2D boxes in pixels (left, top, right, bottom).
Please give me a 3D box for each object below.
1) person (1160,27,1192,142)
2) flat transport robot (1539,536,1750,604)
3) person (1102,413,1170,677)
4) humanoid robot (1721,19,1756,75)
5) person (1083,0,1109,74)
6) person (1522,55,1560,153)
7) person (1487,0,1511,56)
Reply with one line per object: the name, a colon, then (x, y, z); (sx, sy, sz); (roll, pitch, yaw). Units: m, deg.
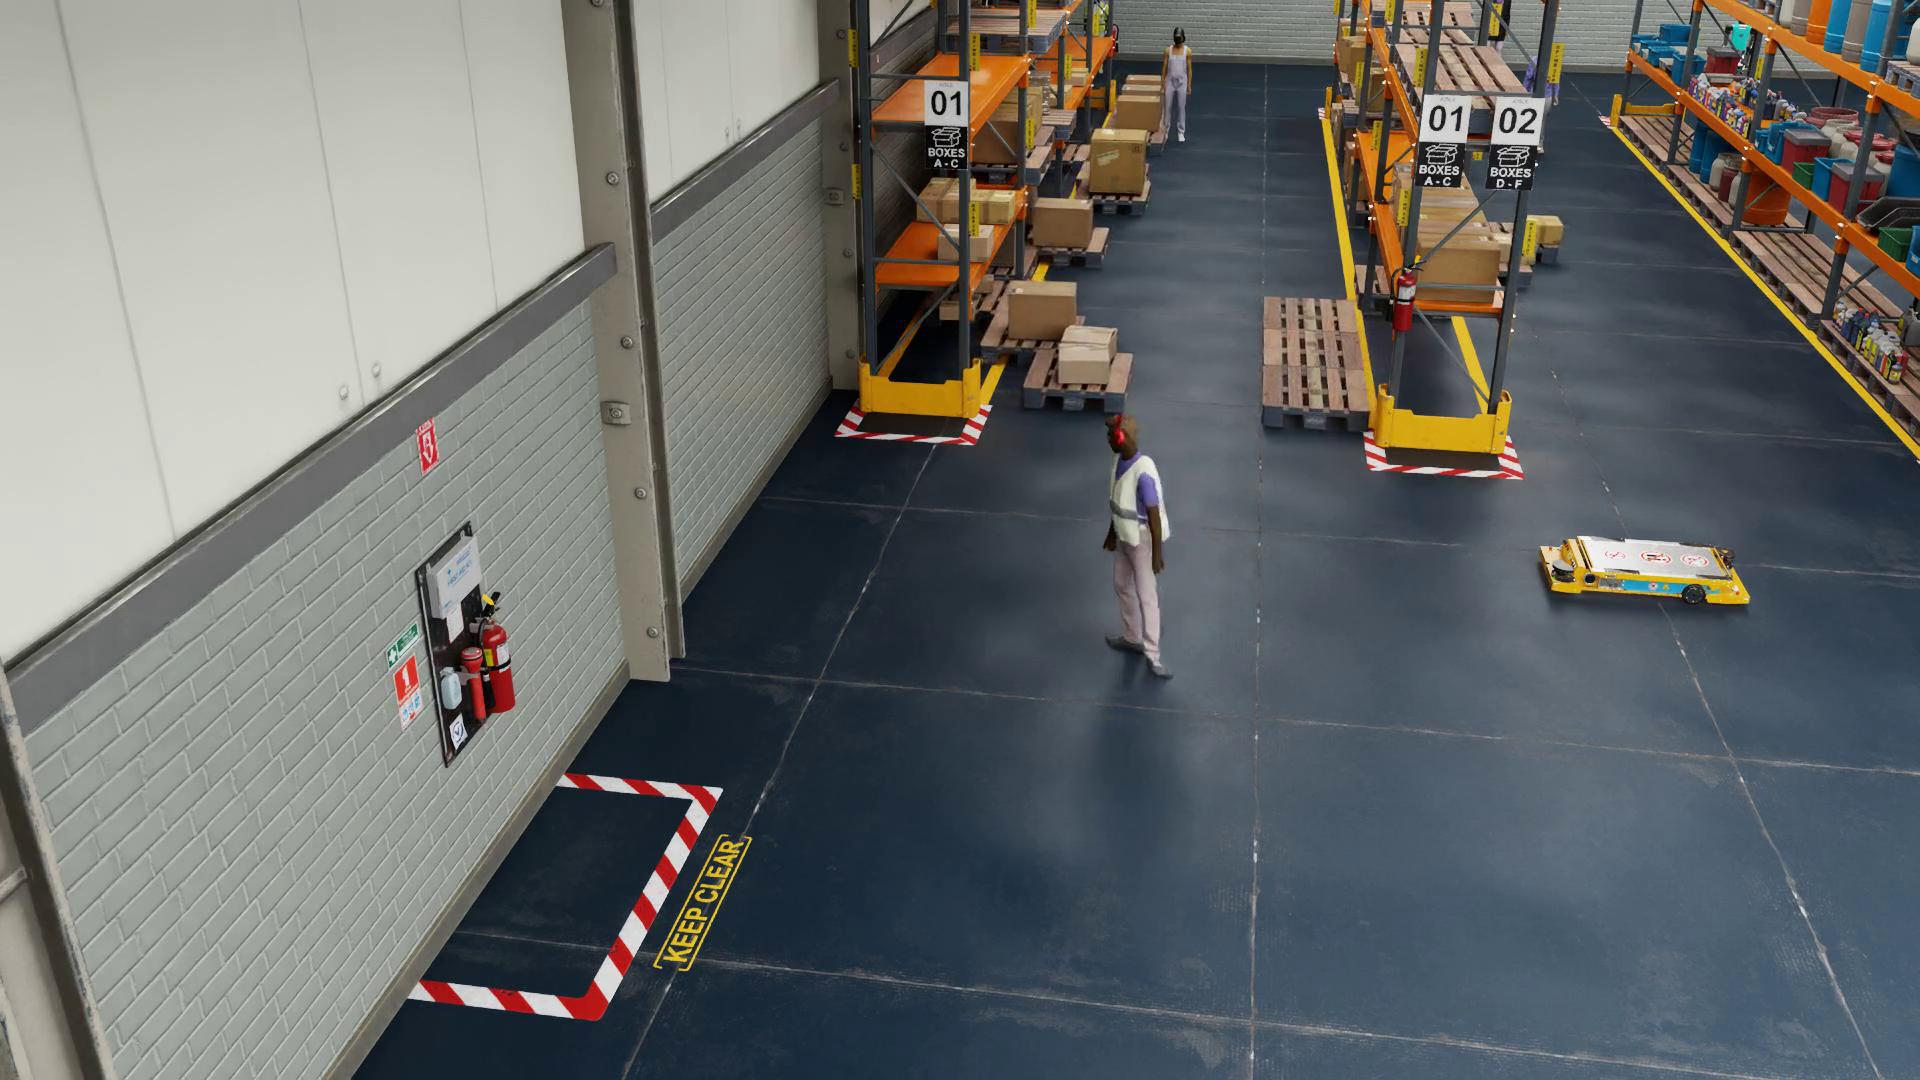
person: (3.597, -7.583, 27.704); (0.527, 1.862, 0.377); (4, 25, 8)
flat transport robot: (5.279, 0.231, 12.864); (1.431, 0.231, 0.659); (4, 25, 9)
person: (1.252, 0.033, 11.481); (0.391, 1.808, 0.750); (-8, 26, -17)
humanoid robot: (13.906, -8.657, 29.994); (0.533, 1.677, 0.735); (4, 25, 9)
person: (2.756, -10.358, 33.838); (0.539, 1.695, 0.315); (4, 25, 8)
person: (9.381, -7.185, 26.927); (0.602, 1.798, 0.384); (4, 25, 8)
person: (10.732, -10.222, 33.390); (0.584, 1.835, 0.461); (0, 25, 0)
